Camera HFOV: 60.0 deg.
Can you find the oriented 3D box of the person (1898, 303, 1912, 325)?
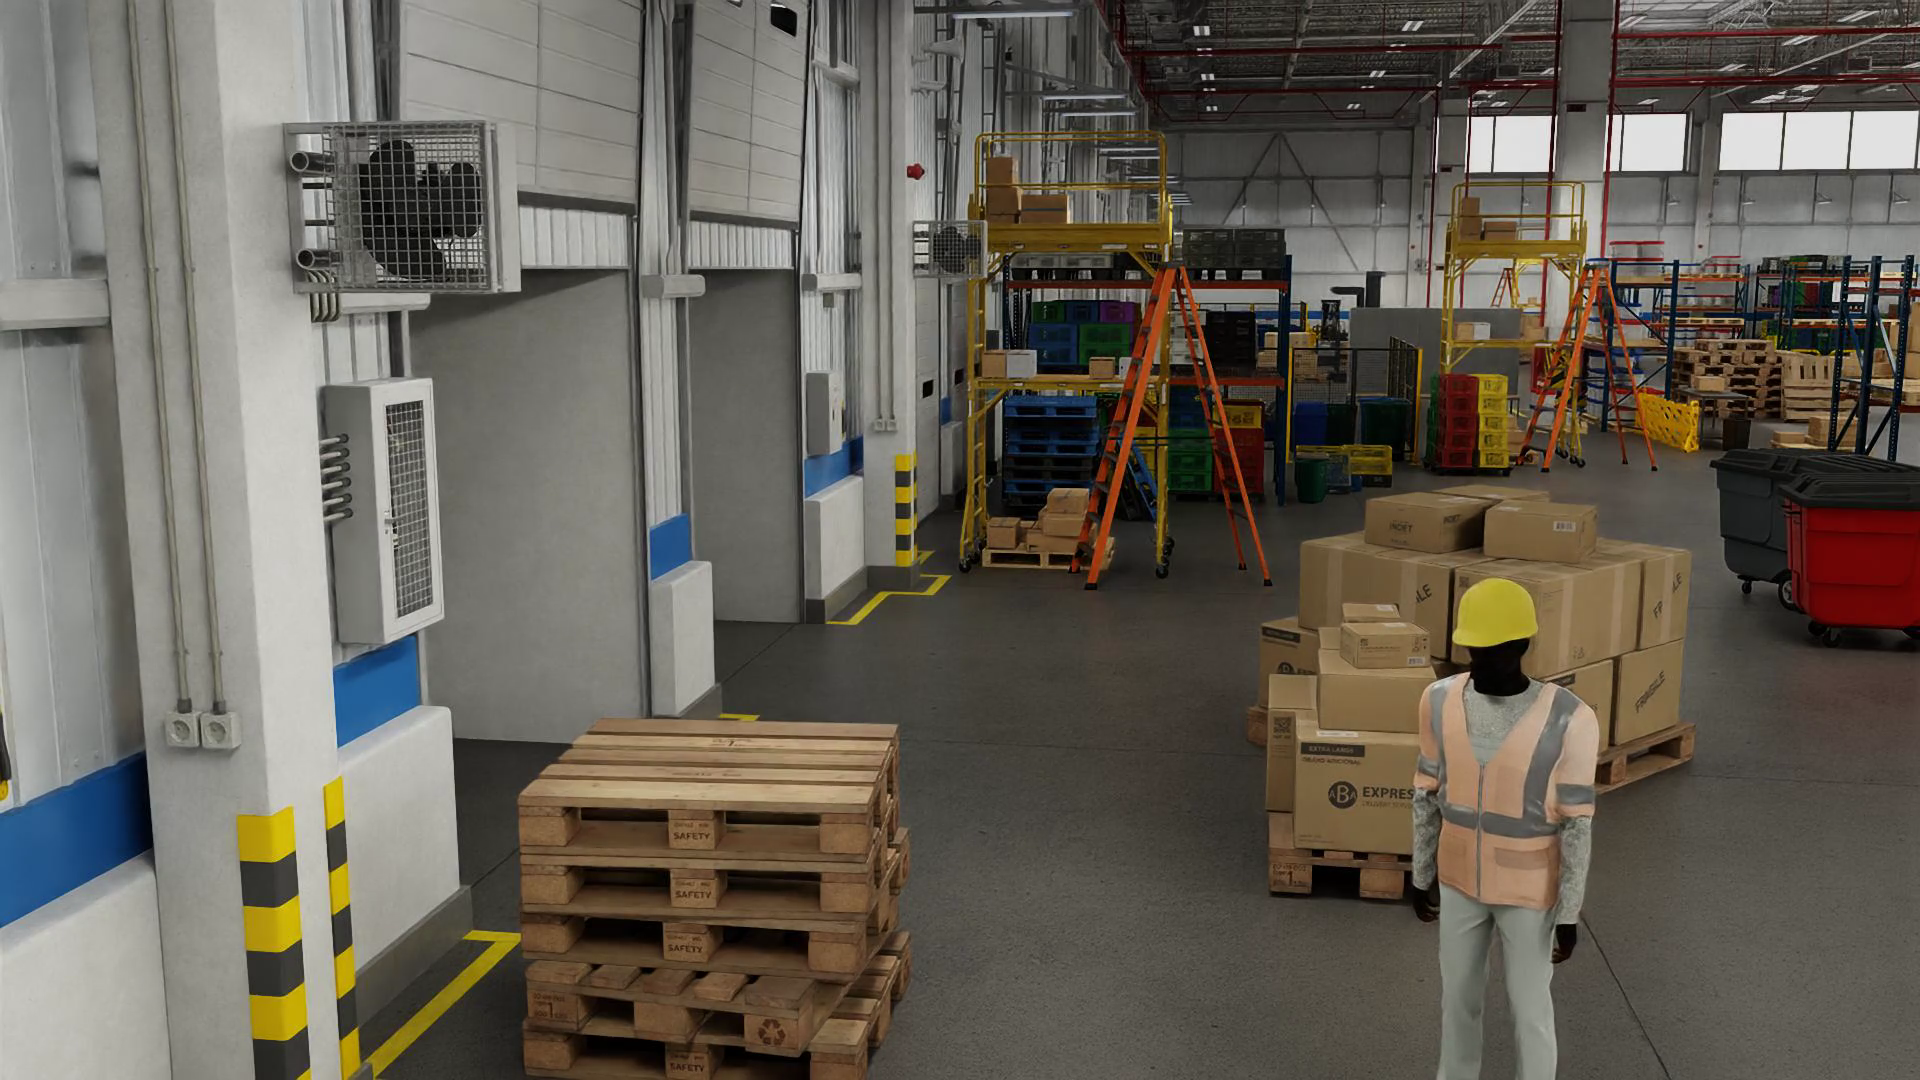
[{"bbox_3d":[26.924,-5.781,47.399,0.482,1.919,0.553,-2,9,-11],"label":"person"}]

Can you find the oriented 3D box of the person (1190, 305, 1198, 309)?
[{"bbox_3d":[6.261,-5.346,44.673,0.544,1.930,0.389,-5,10,-28],"label":"person"}]

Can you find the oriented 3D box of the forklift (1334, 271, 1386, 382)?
[{"bbox_3d":[10.436,-5.400,42.069,1.873,2.768,1.129,1,9,9],"label":"forklift"}]

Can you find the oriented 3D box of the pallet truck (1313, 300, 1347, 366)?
[{"bbox_3d":[11.159,-6.200,49.718,0.823,1.965,1.885,4,10,26],"label":"pallet truck"}]

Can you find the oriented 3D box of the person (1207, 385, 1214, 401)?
[{"bbox_3d":[5.274,-3.643,35.081,0.313,1.634,0.515,-4,10,-26],"label":"person"}]

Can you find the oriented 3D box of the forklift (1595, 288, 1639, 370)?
[{"bbox_3d":[17.937,-6.108,46.435,1.873,2.768,1.129,-3,10,-17],"label":"forklift"}]

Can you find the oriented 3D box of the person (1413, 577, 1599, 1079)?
[{"bbox_3d":[1.664,1.060,5.191,0.584,1.920,0.395,9,13,43],"label":"person"}]
